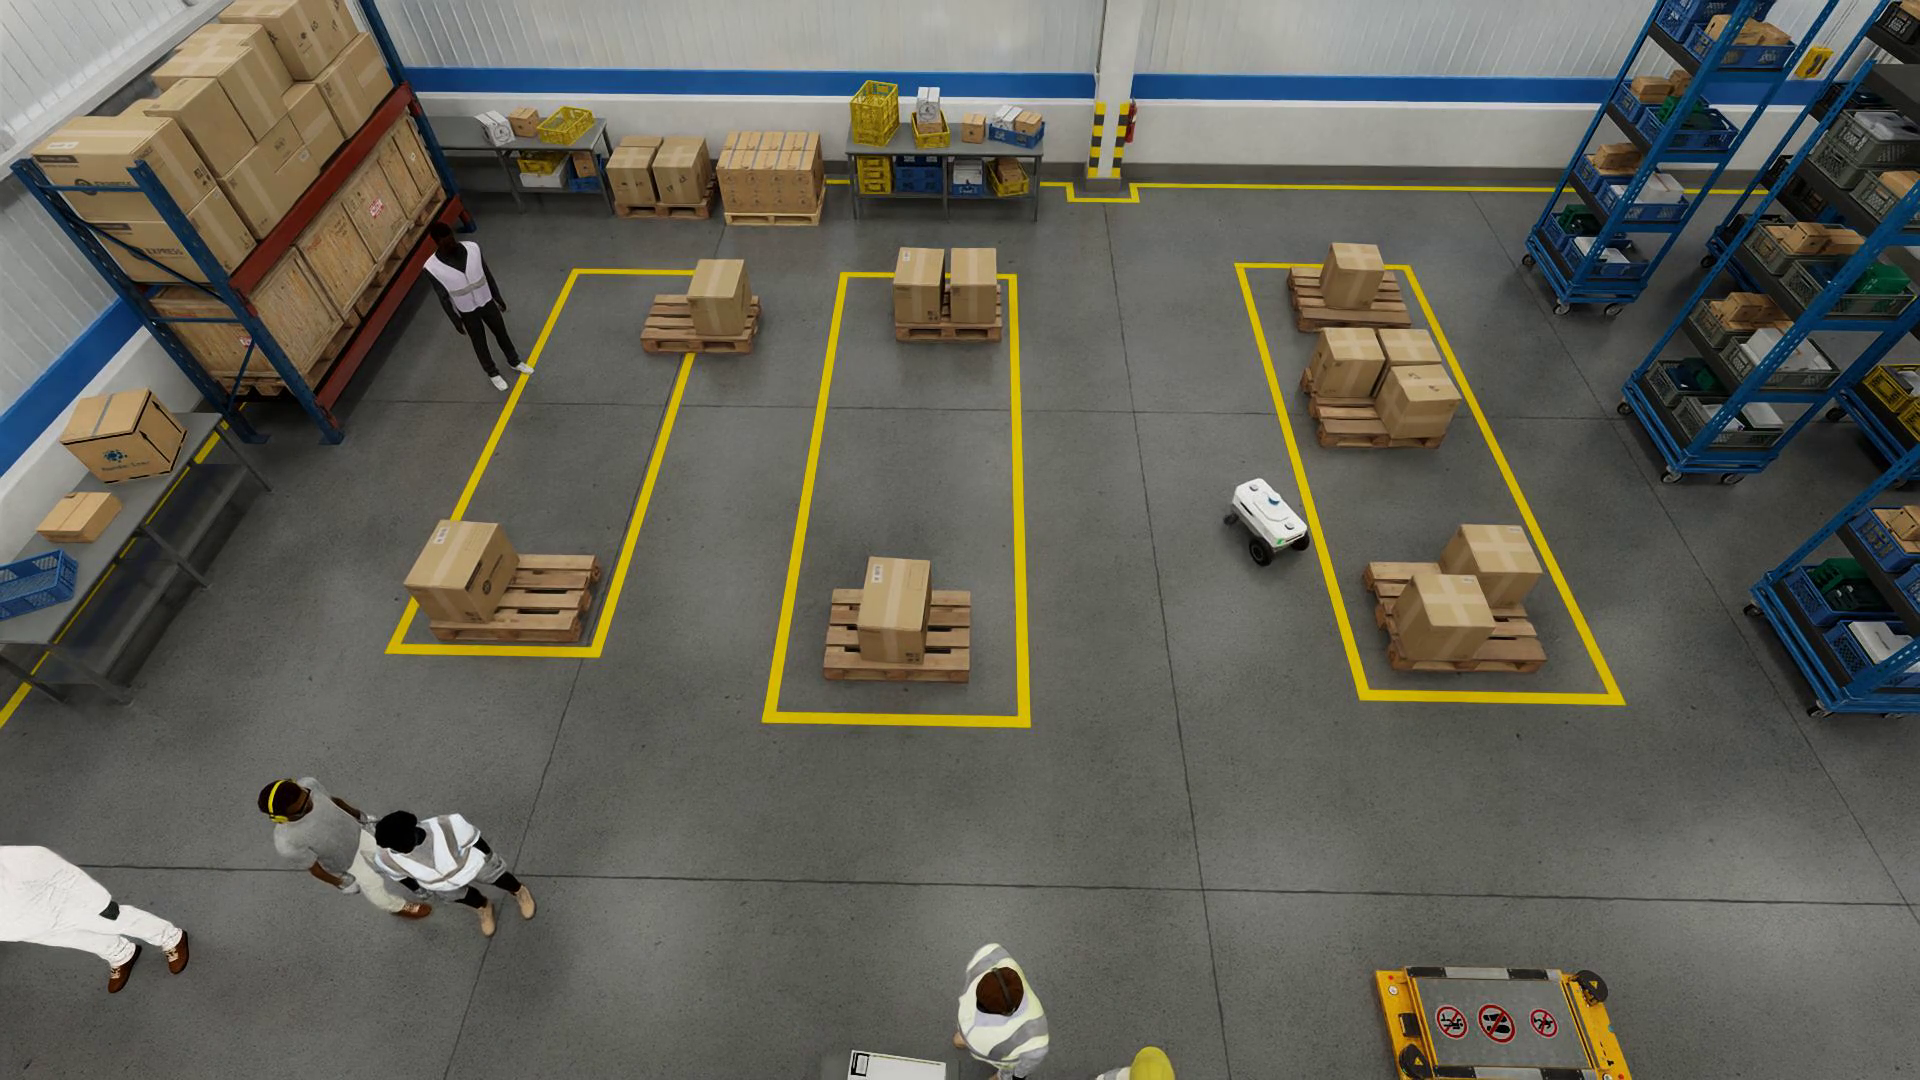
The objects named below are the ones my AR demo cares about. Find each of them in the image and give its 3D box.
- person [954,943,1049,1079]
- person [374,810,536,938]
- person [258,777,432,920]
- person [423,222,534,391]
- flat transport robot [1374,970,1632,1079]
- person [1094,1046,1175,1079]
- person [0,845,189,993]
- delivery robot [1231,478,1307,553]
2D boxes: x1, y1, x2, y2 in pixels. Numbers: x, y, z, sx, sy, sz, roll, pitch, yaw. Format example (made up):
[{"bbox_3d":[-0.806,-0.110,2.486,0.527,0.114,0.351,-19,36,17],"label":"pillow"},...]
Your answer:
[{"bbox_3d":[0.201,2.764,5.209,0.429,1.843,0.633,-25,55,-19],"label":"person"},{"bbox_3d":[-3.231,2.101,5.846,0.543,1.686,0.319,-24,55,-18],"label":"person"},{"bbox_3d":[-3.891,1.971,5.850,0.329,1.858,0.520,-7,51,-6],"label":"person"},{"bbox_3d":[-4.964,-2.395,9.371,0.372,1.909,0.589,32,58,23],"label":"person"},{"bbox_3d":[3.501,3.133,5.914,1.431,0.197,0.652,1,51,1],"label":"flat transport robot"},{"bbox_3d":[0.922,3.104,4.946,0.596,1.825,0.403,16,53,13],"label":"person"},{"bbox_3d":[-5.519,2.278,5.563,0.643,1.909,0.410,-13,52,-11],"label":"person"},{"bbox_3d":[2.836,-0.239,8.423,0.477,0.478,0.707,-20,54,-16],"label":"delivery robot"}]
